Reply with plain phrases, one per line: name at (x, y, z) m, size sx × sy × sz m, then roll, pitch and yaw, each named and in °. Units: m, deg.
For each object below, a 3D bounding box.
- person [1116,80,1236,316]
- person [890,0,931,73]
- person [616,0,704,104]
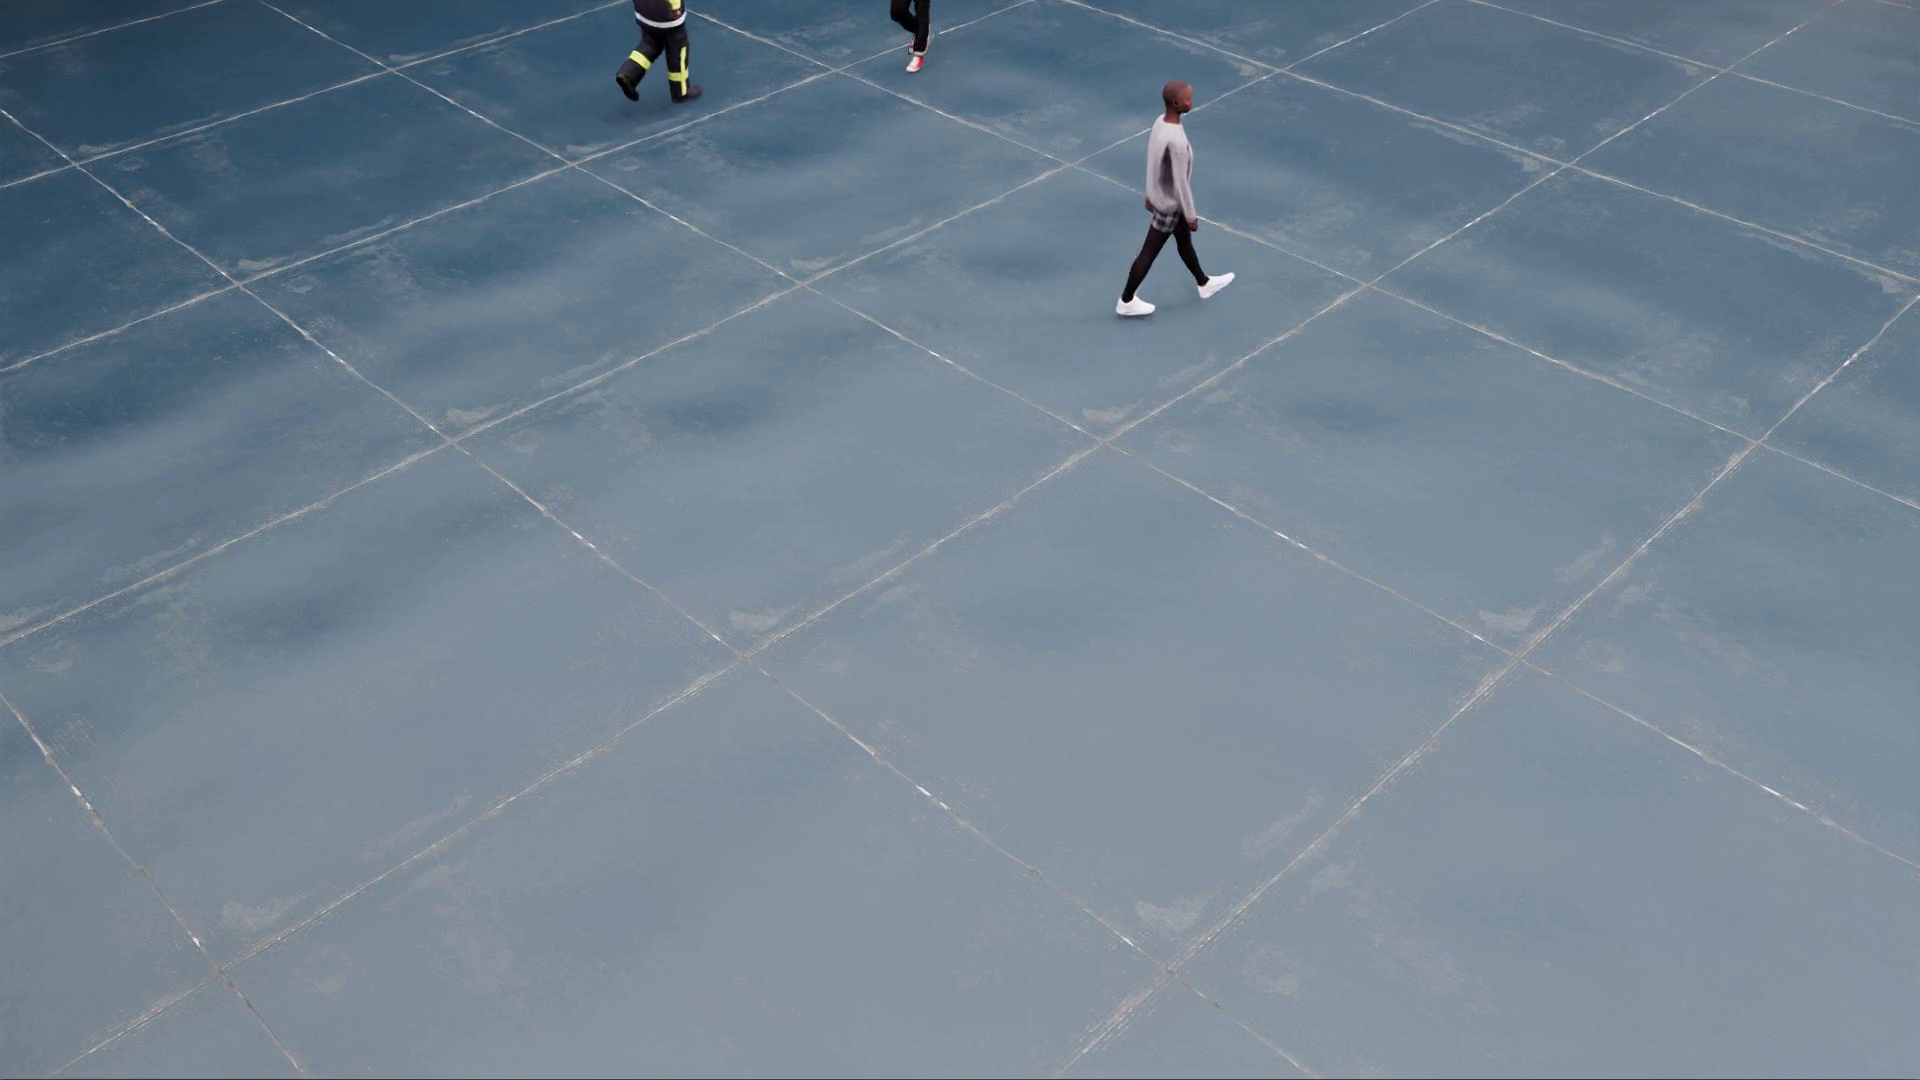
person at (1.349, -2.333, 11.603) m, size 1.194 × 1.733 × 1.079 m, roll -5°, pitch 38°, yaw -6°
person at (-0.398, -5.302, 15.493) m, size 0.852 × 1.751 × 0.931 m, roll 16°, pitch 40°, yaw 20°
person at (-2.721, -4.751, 14.595) m, size 1.020 × 1.961 × 0.770 m, roll -30°, pitch 46°, yaw -33°
